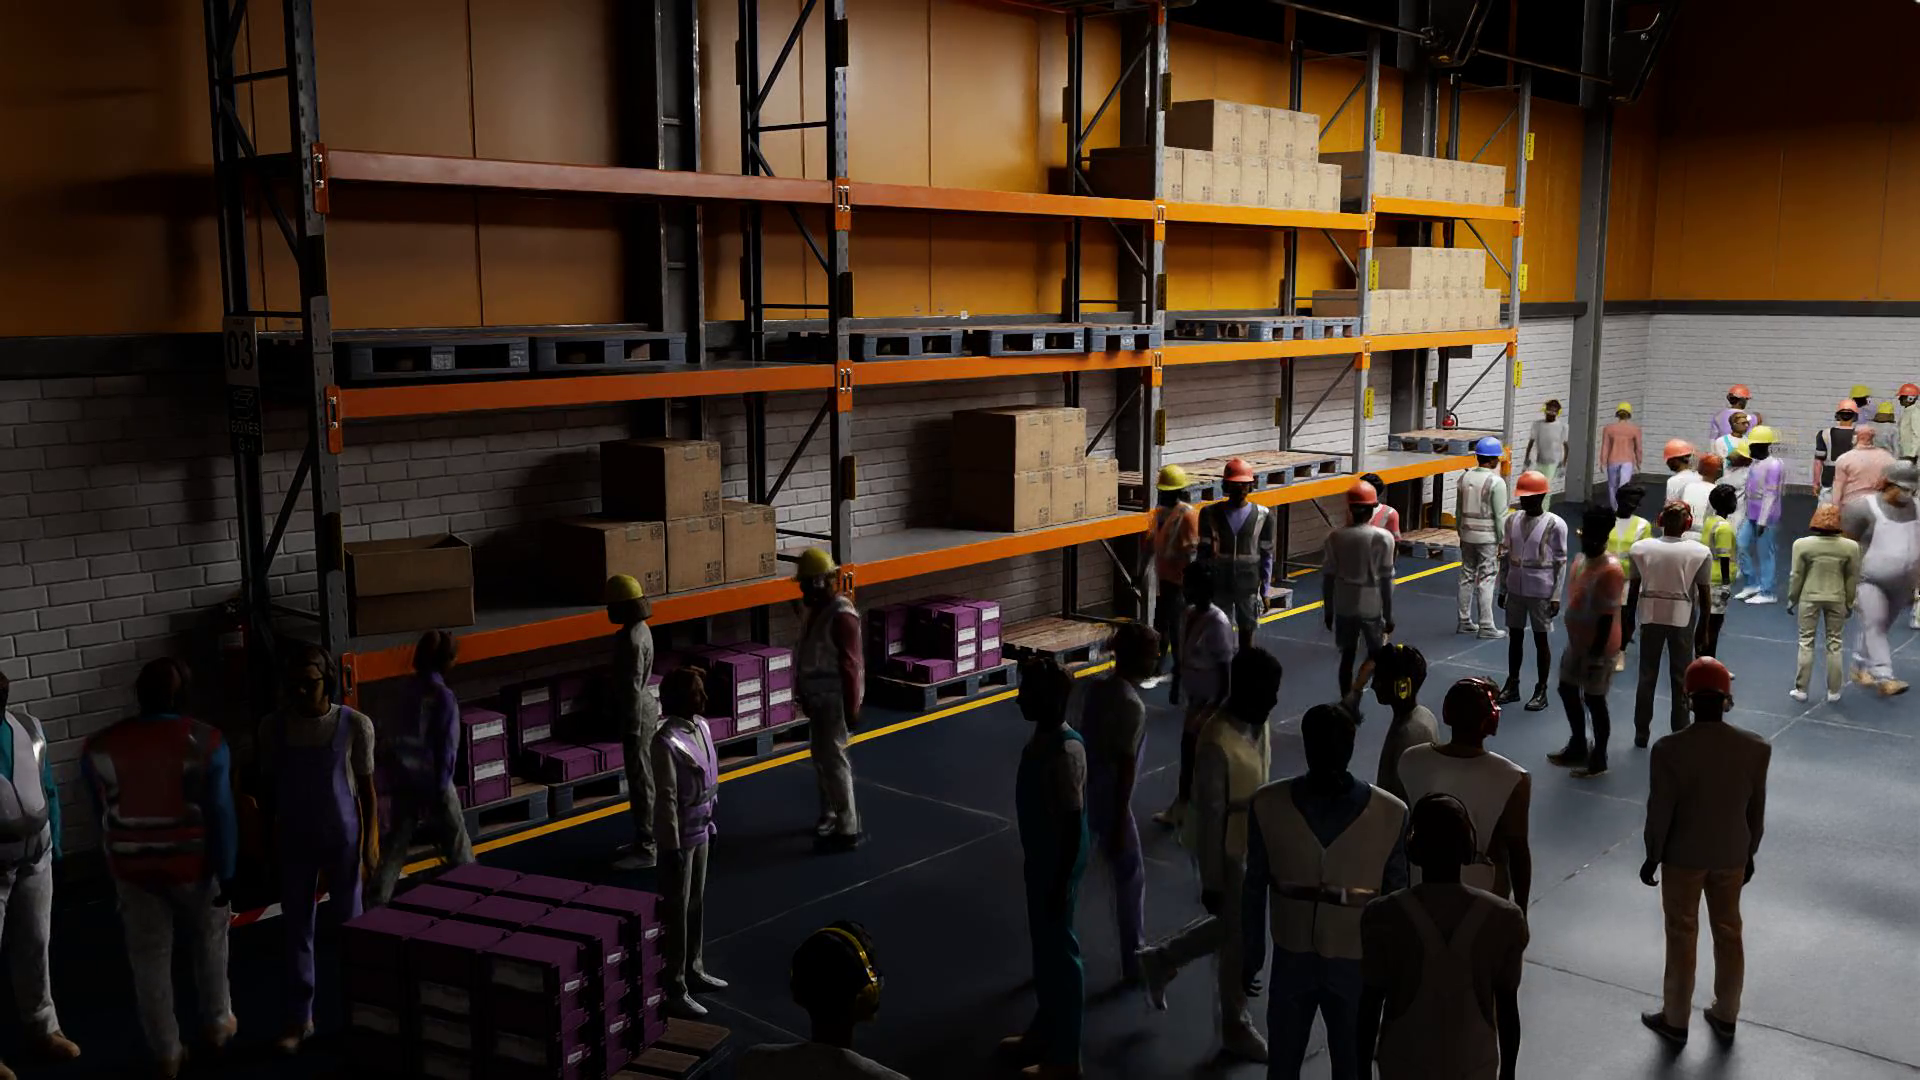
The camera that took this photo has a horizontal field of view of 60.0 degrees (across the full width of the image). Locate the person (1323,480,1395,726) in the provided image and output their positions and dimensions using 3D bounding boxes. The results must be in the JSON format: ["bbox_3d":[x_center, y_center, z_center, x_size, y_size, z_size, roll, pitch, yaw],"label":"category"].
[{"bbox_3d":[3.021,0.508,12.681,0.559,1.921,0.529,6,11,34],"label":"person"}]

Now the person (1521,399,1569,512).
[{"bbox_3d":[8.060,-1.033,22.952,0.601,1.834,0.607,7,11,40],"label":"person"}]

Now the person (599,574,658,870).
[{"bbox_3d":[-1.937,1.056,9.771,0.324,1.730,0.490,-1,9,-9],"label":"person"}]

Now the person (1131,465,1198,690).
[{"bbox_3d":[1.737,0.305,14.068,0.545,1.899,0.693,-3,9,-17],"label":"person"}]

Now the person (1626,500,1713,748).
[{"bbox_3d":[5.168,0.628,12.157,0.570,1.843,0.372,5,10,31],"label":"person"}]

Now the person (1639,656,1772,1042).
[{"bbox_3d":[3.344,1.392,7.530,0.564,1.748,0.339,-1,9,-6],"label":"person"}]

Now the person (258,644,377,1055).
[{"bbox_3d":[-2.849,1.366,7.396,0.507,1.847,0.344,-1,9,-7],"label":"person"}]

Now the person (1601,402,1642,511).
[{"bbox_3d":[9.428,-1.101,23.716,0.542,1.720,0.918,4,10,24],"label":"person"}]

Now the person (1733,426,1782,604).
[{"bbox_3d":[8.468,-0.256,17.648,0.507,1.909,0.585,0,9,0],"label":"person"}]

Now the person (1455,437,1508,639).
[{"bbox_3d":[5.030,-0.021,16.007,0.391,1.946,0.615,-4,10,-26],"label":"person"}]

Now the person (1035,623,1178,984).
[{"bbox_3d":[0.698,1.299,8.060,0.691,1.802,0.515,-4,10,-24],"label":"person"}]

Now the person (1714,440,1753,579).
[{"bbox_3d":[8.652,-0.295,18.611,0.646,1.683,0.525,-5,10,-31],"label":"person"}]

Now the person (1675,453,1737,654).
[{"bbox_3d":[6.869,0.123,15.342,0.703,1.857,0.576,-4,10,-27],"label":"person"}]

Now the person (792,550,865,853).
[{"bbox_3d":[-0.778,0.963,10.181,0.406,1.795,0.691,-4,10,-25],"label":"person"}]

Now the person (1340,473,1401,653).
[{"bbox_3d":[3.745,0.225,15.221,0.538,1.698,0.320,6,11,36],"label":"person"}]

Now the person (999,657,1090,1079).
[{"bbox_3d":[0.375,1.406,7.138,0.342,1.846,0.508,-2,9,-13],"label":"person"}]

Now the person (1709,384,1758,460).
[{"bbox_3d":[10.522,-1.094,22.624,0.611,2.042,0.394,9,12,44],"label":"person"}]

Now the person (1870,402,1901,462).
[{"bbox_3d":[12.978,-1.069,23.428,0.294,1.744,0.486,-8,12,-41],"label":"person"}]

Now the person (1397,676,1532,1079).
[{"bbox_3d":[2.033,1.464,6.759,0.567,1.846,0.389,8,12,40],"label":"person"}]

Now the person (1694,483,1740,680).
[{"bbox_3d":[6.561,0.353,14.405,0.317,1.696,0.537,1,9,8],"label":"person"}]

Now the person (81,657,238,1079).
[{"bbox_3d":[-3.447,1.400,7.289,0.620,1.808,0.707,-2,9,-11],"label":"person"}]

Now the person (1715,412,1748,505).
[{"bbox_3d":[9.500,-0.655,20.428,0.515,1.845,0.333,-1,9,-7],"label":"person"}]

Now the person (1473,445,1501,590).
[{"bbox_3d":[5.765,-0.241,18.171,0.678,1.718,0.327,-8,12,-41],"label":"person"}]

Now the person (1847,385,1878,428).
[{"bbox_3d":[13.475,-1.387,24.992,0.619,1.888,0.799,-7,11,-36],"label":"person"}]

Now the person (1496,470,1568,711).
[{"bbox_3d":[4.551,0.403,13.320,0.373,1.933,0.551,-8,12,-40],"label":"person"}]

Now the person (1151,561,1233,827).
[{"bbox_3d":[1.440,0.967,10.503,0.720,1.665,0.559,-2,9,-15],"label":"person"}]

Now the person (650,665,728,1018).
[{"bbox_3d":[-1.293,1.397,7.842,0.309,1.645,0.514,2,9,11],"label":"person"}]

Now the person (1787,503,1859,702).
[{"bbox_3d":[7.030,0.513,13.576,0.498,1.634,0.281,3,9,18],"label":"person"}]

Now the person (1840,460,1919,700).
[{"bbox_3d":[7.710,0.282,13.758,0.695,2.000,1.050,0,9,-1],"label":"person"}]

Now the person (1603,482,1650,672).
[{"bbox_3d":[5.766,0.324,14.648,0.572,1.674,0.379,2,9,14],"label":"person"}]

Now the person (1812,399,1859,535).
[{"bbox_3d":[10.613,-0.686,20.049,0.609,2.032,0.410,5,10,28],"label":"person"}]

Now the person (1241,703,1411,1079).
[{"bbox_3d":[1.332,1.528,6.118,0.598,1.917,0.378,2,9,16],"label":"person"}]

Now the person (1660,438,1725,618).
[{"bbox_3d":[7.204,-0.045,16.369,0.554,1.901,0.785,-8,12,-42],"label":"person"}]

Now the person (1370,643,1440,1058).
[{"bbox_3d":[1.944,1.367,7.357,0.334,1.860,0.510,4,10,23],"label":"person"}]

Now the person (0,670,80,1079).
[{"bbox_3d":[-4.134,1.417,7.127,0.429,1.833,0.637,4,10,23],"label":"person"}]

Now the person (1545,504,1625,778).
[{"bbox_3d":[4.342,0.700,11.417,0.417,1.935,0.655,-1,9,-5],"label":"person"}]

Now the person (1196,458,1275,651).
[{"bbox_3d":[2.171,0.369,13.176,0.608,2.048,0.365,1,9,8],"label":"person"}]

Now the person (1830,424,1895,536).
[{"bbox_3d":[9.818,-0.317,18.121,0.651,1.889,0.473,0,9,-1],"label":"person"}]

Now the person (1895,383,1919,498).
[{"bbox_3d":[13.449,-1.231,23.660,0.392,1.992,0.623,3,9,16],"label":"person"}]

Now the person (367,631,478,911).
[{"bbox_3d":[-2.844,1.268,8.850,0.540,1.590,0.843,8,12,42],"label":"person"}]

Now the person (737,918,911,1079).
[{"bbox_3d":[-0.307,1.854,4.168,0.532,1.870,0.315,3,9,20],"label":"person"}]

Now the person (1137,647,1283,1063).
[{"bbox_3d":[1.110,1.357,7.321,0.664,1.882,0.654,4,10,26],"label":"person"}]

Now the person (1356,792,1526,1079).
[{"bbox_3d":[1.504,1.701,5.268,0.505,1.839,0.348,1,9,8],"label":"person"}]
